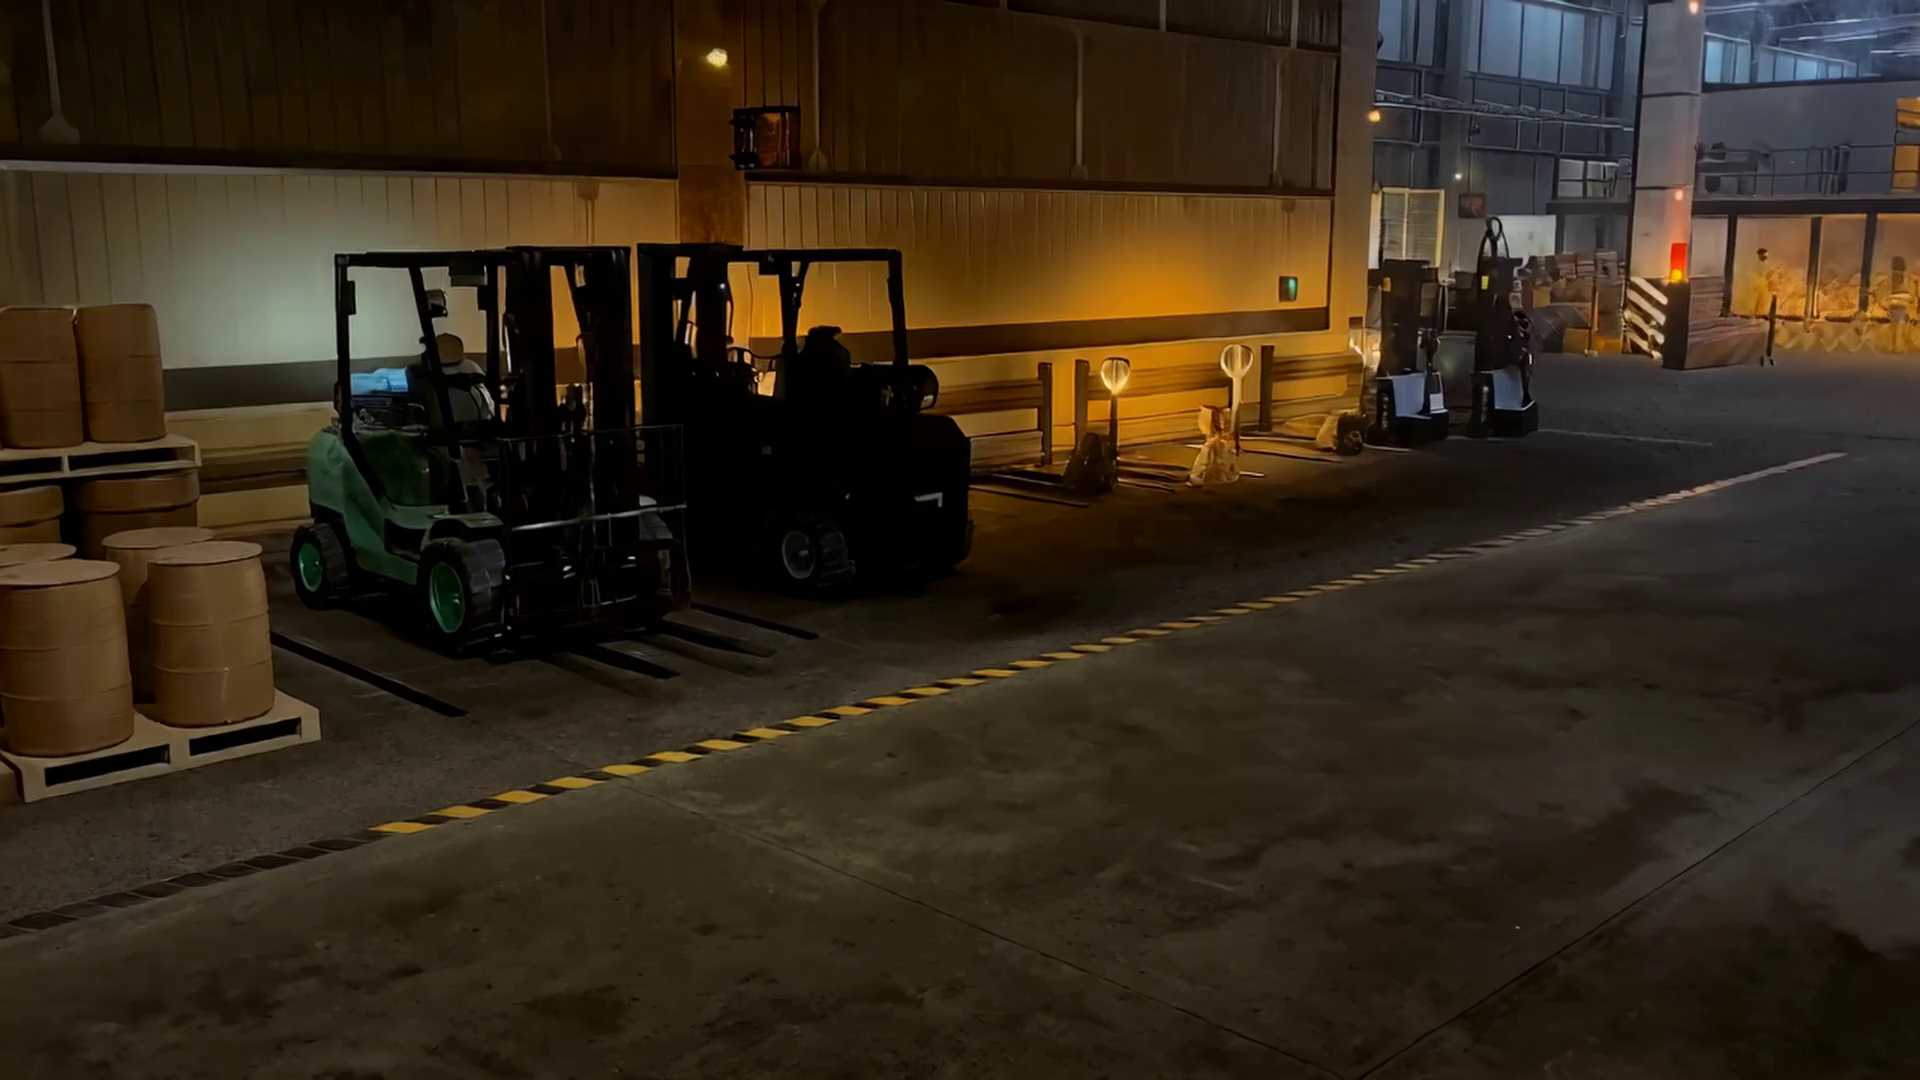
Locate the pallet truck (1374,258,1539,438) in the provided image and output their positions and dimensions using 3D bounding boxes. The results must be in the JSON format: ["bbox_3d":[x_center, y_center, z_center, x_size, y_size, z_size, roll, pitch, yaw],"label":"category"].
[{"bbox_3d":[5.704,-2.208,18.901,1.885,1.965,0.823,10,14,43],"label":"pallet truck"}]

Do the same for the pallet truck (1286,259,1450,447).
[{"bbox_3d":[4.493,-2.078,18.196,0.823,1.965,1.885,-9,14,-40],"label":"pallet truck"}]

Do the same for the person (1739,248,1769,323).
[{"bbox_3d":[20.337,-6.497,42.542,0.591,1.912,0.588,2,11,9],"label":"person"}]

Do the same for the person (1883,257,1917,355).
[{"bbox_3d":[17.767,-4.417,31.434,0.646,1.814,0.967,8,13,37],"label":"person"}]

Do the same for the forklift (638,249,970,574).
[{"bbox_3d":[-1.173,-0.958,11.239,2.680,1.987,1.157,10,14,43],"label":"forklift"}]

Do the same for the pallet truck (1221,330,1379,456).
[{"bbox_3d":[3.563,-1.581,17.381,0.653,1.274,1.630,-10,14,-44],"label":"pallet truck"}]

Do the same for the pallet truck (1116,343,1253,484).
[{"bbox_3d":[1.962,-1.215,15.415,1.522,1.261,0.704,10,14,43],"label":"pallet truck"}]

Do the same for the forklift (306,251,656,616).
[{"bbox_3d":[-2.833,-0.669,9.694,1.157,1.987,2.680,-10,14,-44],"label":"forklift"}]

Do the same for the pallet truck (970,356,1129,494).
[{"bbox_3d":[0.784,-1.085,14.876,0.680,1.201,1.601,-10,14,-44],"label":"pallet truck"}]
